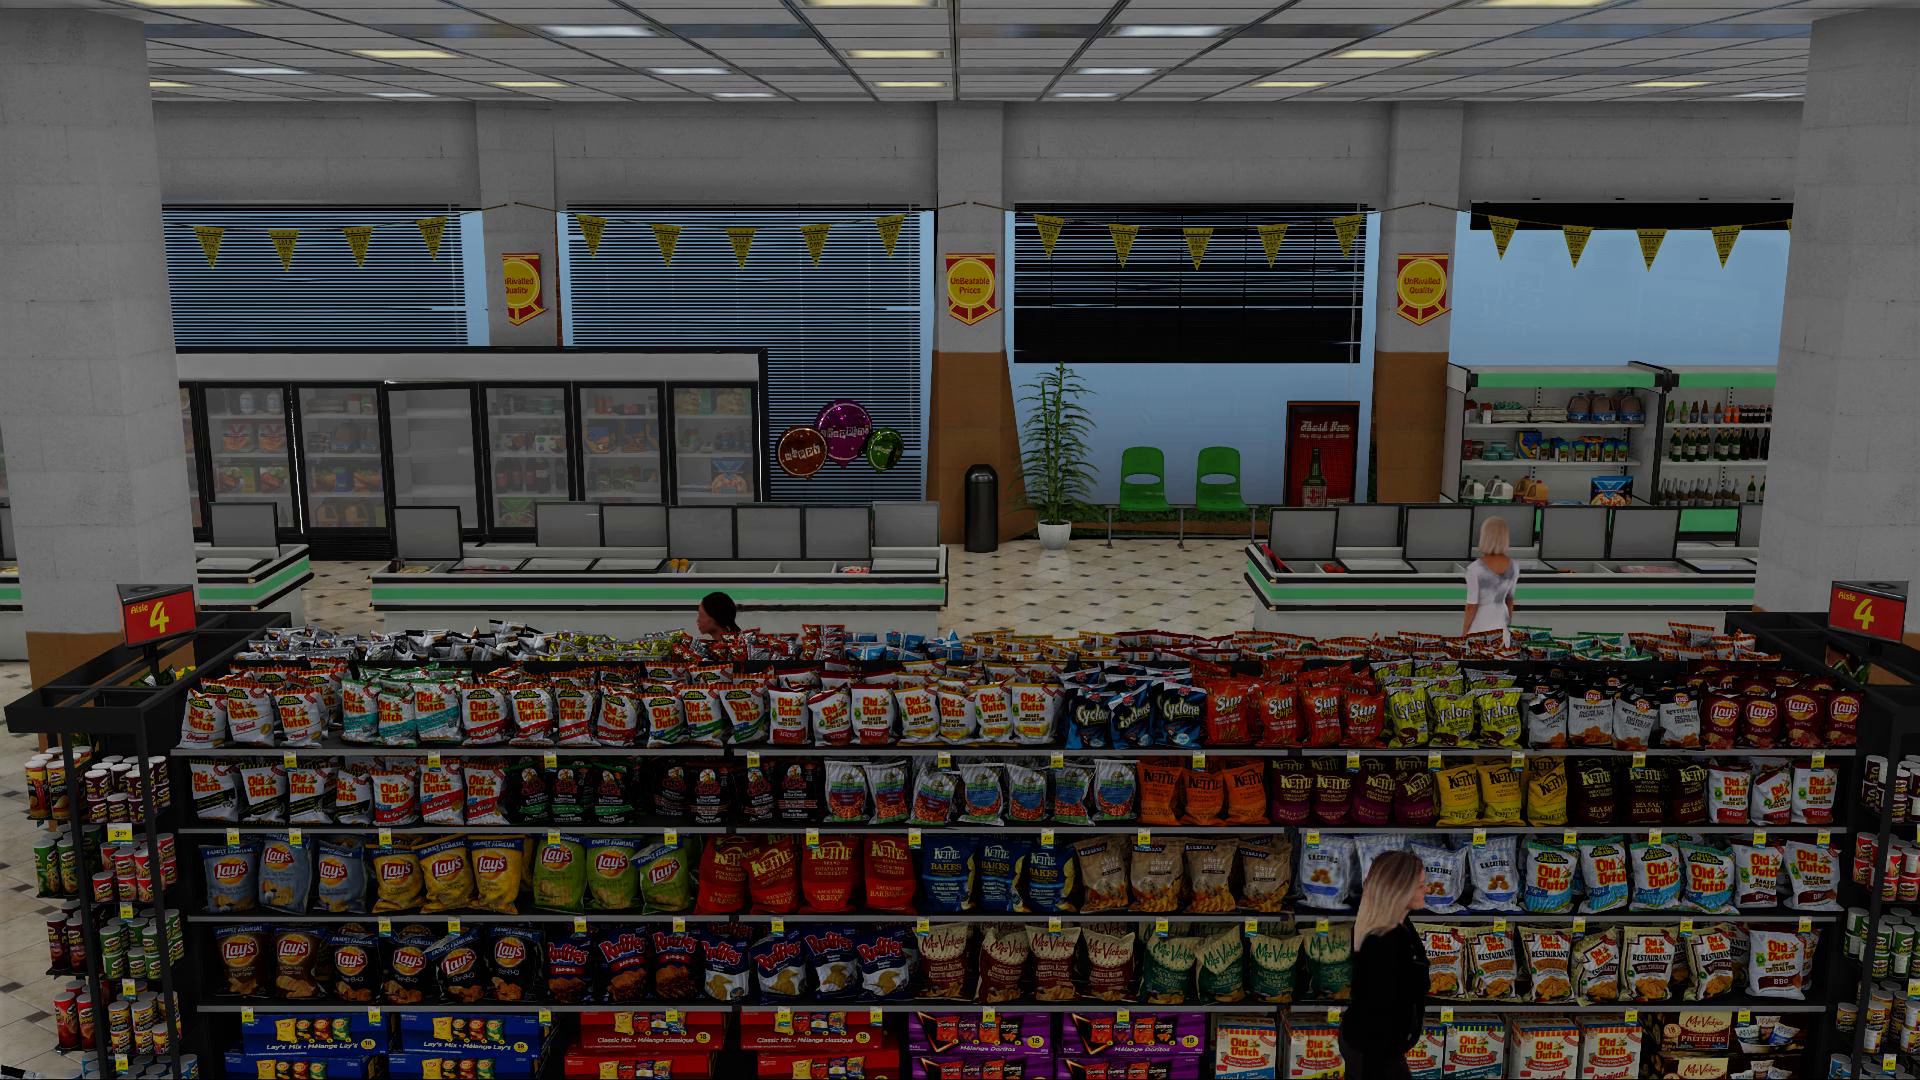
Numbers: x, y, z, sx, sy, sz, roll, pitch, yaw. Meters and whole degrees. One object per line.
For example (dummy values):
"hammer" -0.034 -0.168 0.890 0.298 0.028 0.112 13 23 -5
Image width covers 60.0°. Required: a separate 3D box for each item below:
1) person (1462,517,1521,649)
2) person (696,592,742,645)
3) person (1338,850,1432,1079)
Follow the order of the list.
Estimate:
"person" 3.845 0.686 12.073 0.529 1.752 0.673 -3 12 -15
"person" -1.273 1.175 9.858 1.179 1.707 0.836 -4 12 -17
"person" 1.495 1.952 6.273 0.916 1.664 0.687 1 12 3
